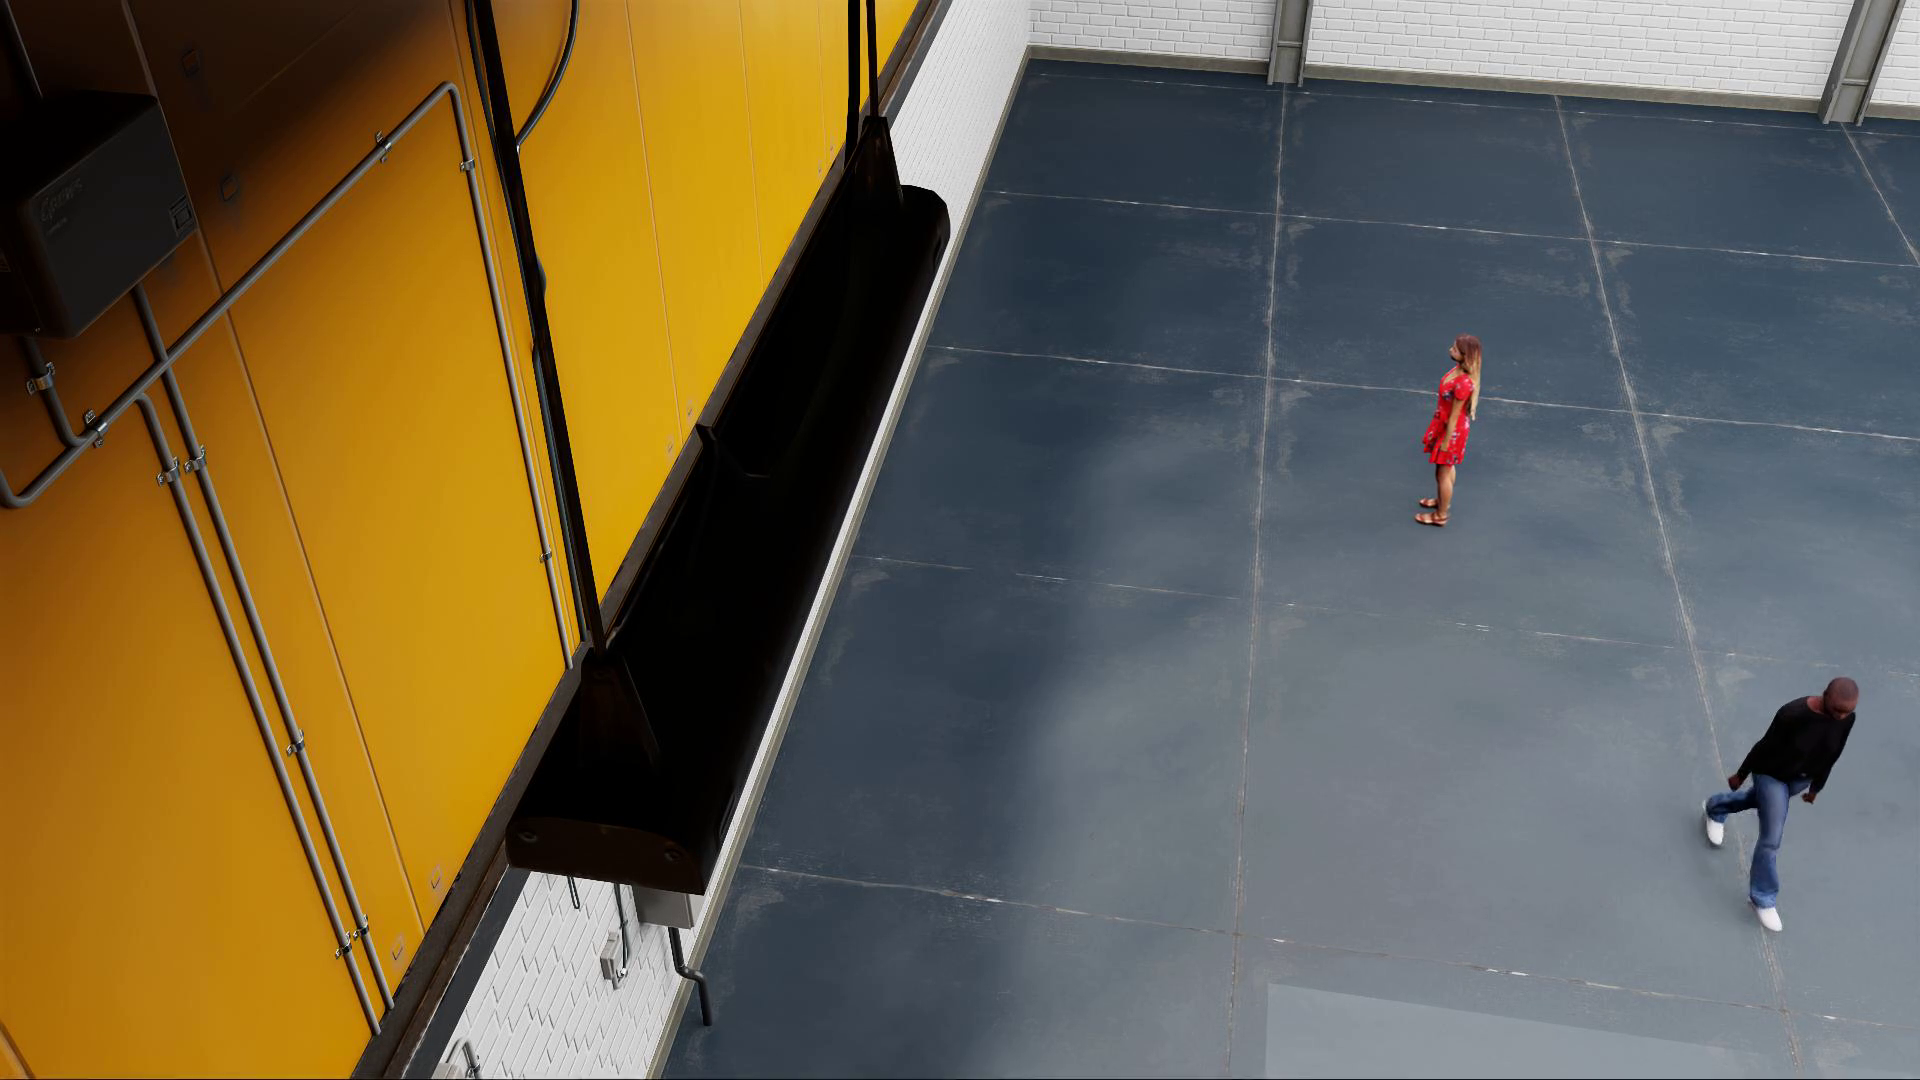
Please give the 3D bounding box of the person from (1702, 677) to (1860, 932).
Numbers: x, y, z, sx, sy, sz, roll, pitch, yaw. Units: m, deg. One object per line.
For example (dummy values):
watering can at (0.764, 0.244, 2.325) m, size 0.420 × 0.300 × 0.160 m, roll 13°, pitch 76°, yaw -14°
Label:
person at (4.641, 1.288, 9.474) m, size 1.211 × 1.685 × 0.990 m, roll -4°, pitch 39°, yaw -5°

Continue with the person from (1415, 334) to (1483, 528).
person at (3.606, -0.802, 12.166) m, size 0.562 × 1.590 × 0.587 m, roll 10°, pitch 40°, yaw 12°
